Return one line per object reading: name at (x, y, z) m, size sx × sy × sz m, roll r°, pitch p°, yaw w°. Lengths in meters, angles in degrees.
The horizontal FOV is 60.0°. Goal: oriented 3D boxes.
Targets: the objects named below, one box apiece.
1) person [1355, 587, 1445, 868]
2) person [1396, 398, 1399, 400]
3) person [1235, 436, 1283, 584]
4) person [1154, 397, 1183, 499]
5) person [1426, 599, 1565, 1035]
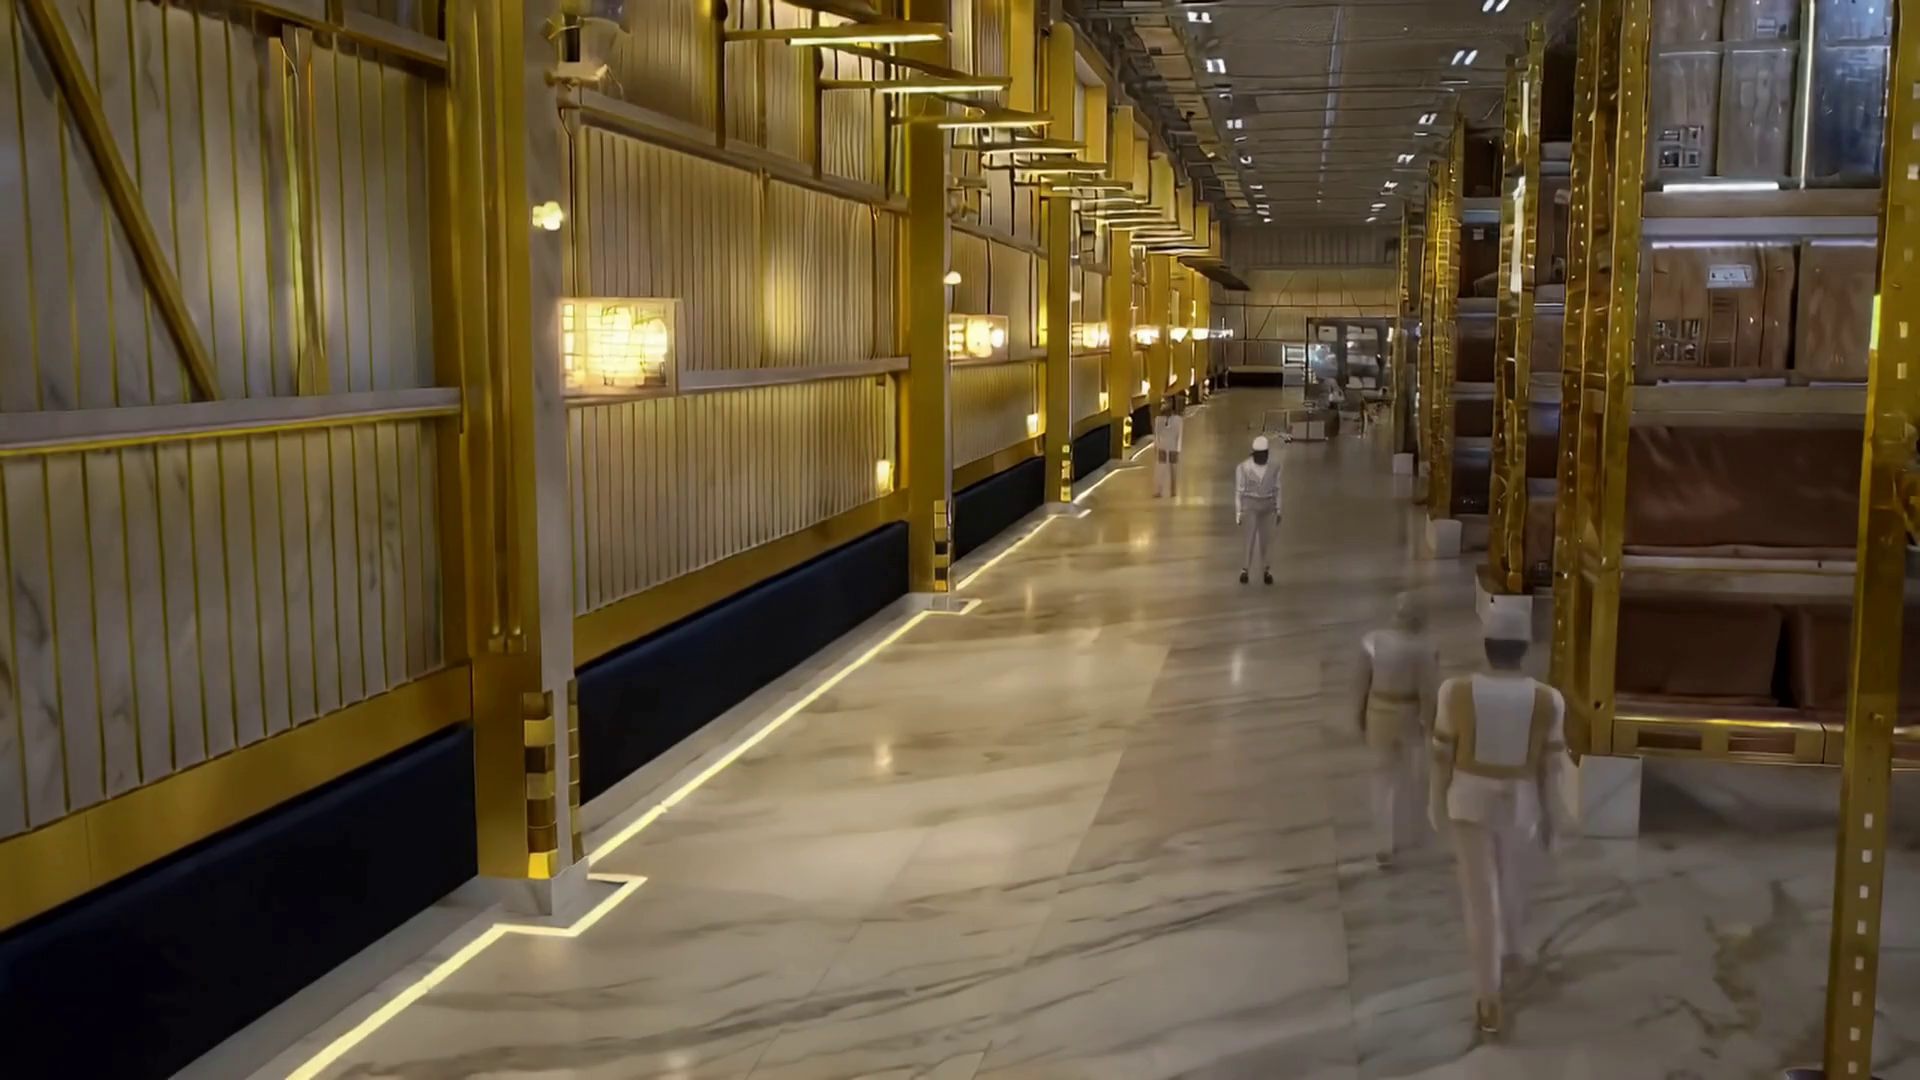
person at (2.600, 1.076, 9.812) m, size 0.530 × 1.609 × 0.760 m, roll 3°, pitch 8°, yaw 24°
person at (12.461, -3.596, 46.762) m, size 0.348 × 1.736 × 0.482 m, roll -6°, pitch 9°, yaw -38°
person at (3.679, -0.366, 20.476) m, size 0.591 × 1.833 × 0.403 m, roll 0°, pitch 7°, yaw 4°
person at (3.885, -1.716, 31.078) m, size 0.569 × 1.884 × 0.989 m, roll 3°, pitch 8°, yaw 19°
person at (2.441, 1.211, 7.623) m, size 0.565 × 1.885 × 0.997 m, roll 2°, pitch 7°, yaw 13°
